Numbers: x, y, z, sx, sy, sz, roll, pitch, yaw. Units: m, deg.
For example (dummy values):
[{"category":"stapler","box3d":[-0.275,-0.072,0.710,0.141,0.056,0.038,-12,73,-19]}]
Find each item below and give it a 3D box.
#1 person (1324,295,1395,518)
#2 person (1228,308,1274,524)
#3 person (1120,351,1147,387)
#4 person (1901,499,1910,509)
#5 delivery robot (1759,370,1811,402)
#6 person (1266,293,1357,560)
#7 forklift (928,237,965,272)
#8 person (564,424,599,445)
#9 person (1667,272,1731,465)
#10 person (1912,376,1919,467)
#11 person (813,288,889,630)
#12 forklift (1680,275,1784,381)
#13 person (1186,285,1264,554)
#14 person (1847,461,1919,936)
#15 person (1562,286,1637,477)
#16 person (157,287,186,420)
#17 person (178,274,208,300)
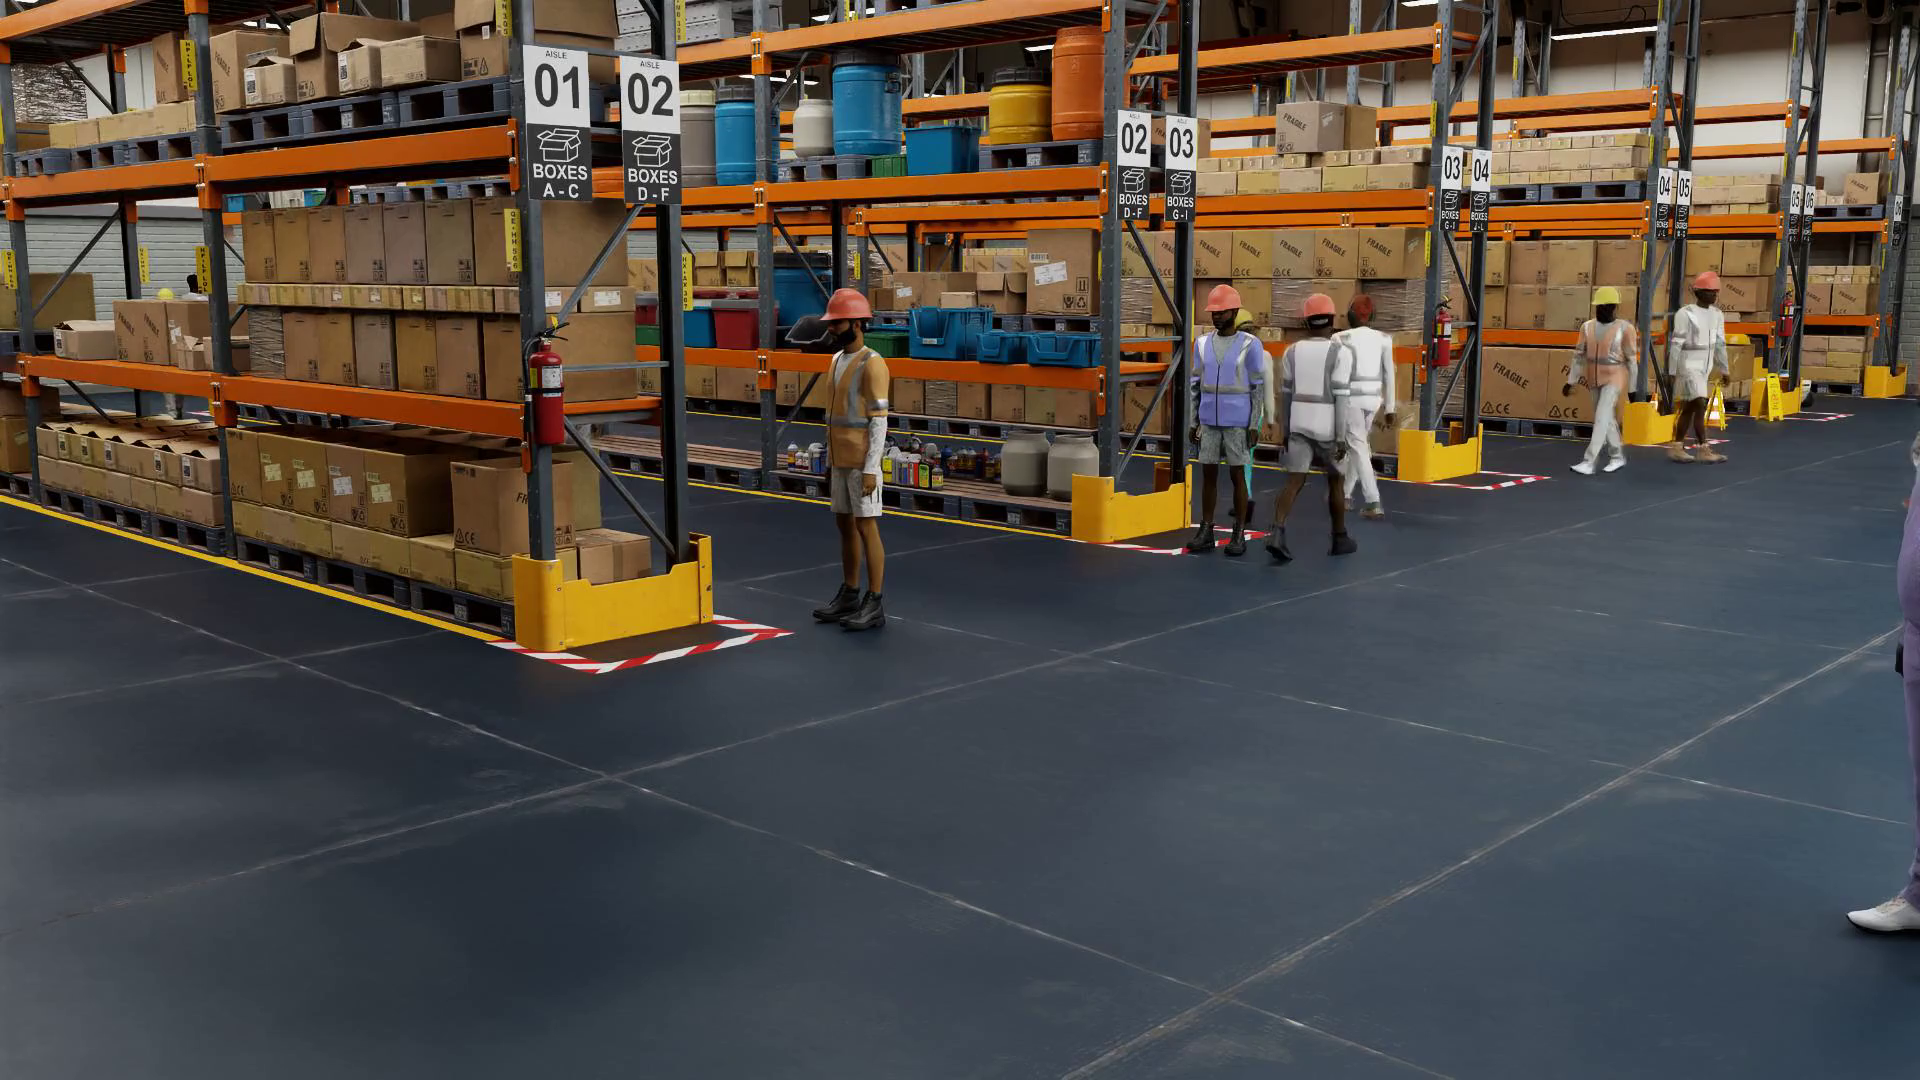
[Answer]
[{"category":"person","box3d":[3.338,-1.125,13.937,0.580,1.840,0.973,-3,10,-20]},{"category":"person","box3d":[2.311,-1.011,13.506,0.525,1.740,0.776,-2,10,-14]},{"category":"person","box3d":[2.273,-2.433,21.846,0.594,1.870,0.937,-7,11,-35]},{"category":"person","box3d":[8.362,-1.189,13.924,0.905,1.960,0.634,3,10,20]},{"category":"delivery robot","box3d":[12.352,-2.308,24.921,0.477,0.478,0.707,-5,10,-28]},{"category":"person","box3d":[2.496,-0.802,11.795,0.543,1.891,0.975,8,12,41]},{"category":"forklift","box3d":[-0.326,-5.817,39.609,1.129,2.768,1.873,9,13,43]},{"category":"person","box3d":[-3.063,-0.974,13.036,0.445,1.813,0.610,9,13,44]},{"category":"person","box3d":[7.812,-1.776,17.351,0.642,2.009,0.908,-5,10,-26]},{"category":"person","box3d":[9.799,-1.447,16.572,0.524,1.618,0.684,2,9,10]},{"category":"person","box3d":[-0.627,-0.465,9.549,0.361,1.938,0.545,-6,11,-34]},{"category":"forklift","box3d":[12.480,-3.427,27.053,1.214,2.155,2.313,9,13,43]},{"category":"person","box3d":[1.898,-0.865,12.000,0.552,1.935,0.374,6,11,32]},{"category":"person","box3d":[2.937,0.316,4.855,0.403,1.905,0.651,0,9,-2]},{"category":"person","box3d":[6.438,-1.589,16.633,0.980,1.880,0.599,-6,11,-31]},{"category":"person","box3d":[-10.405,-2.422,21.935,0.598,1.808,0.694,-7,11,-36]},{"category":"person","box3d":[-12.990,-3.540,28.313,0.609,1.965,0.364,2,10,13]}]
